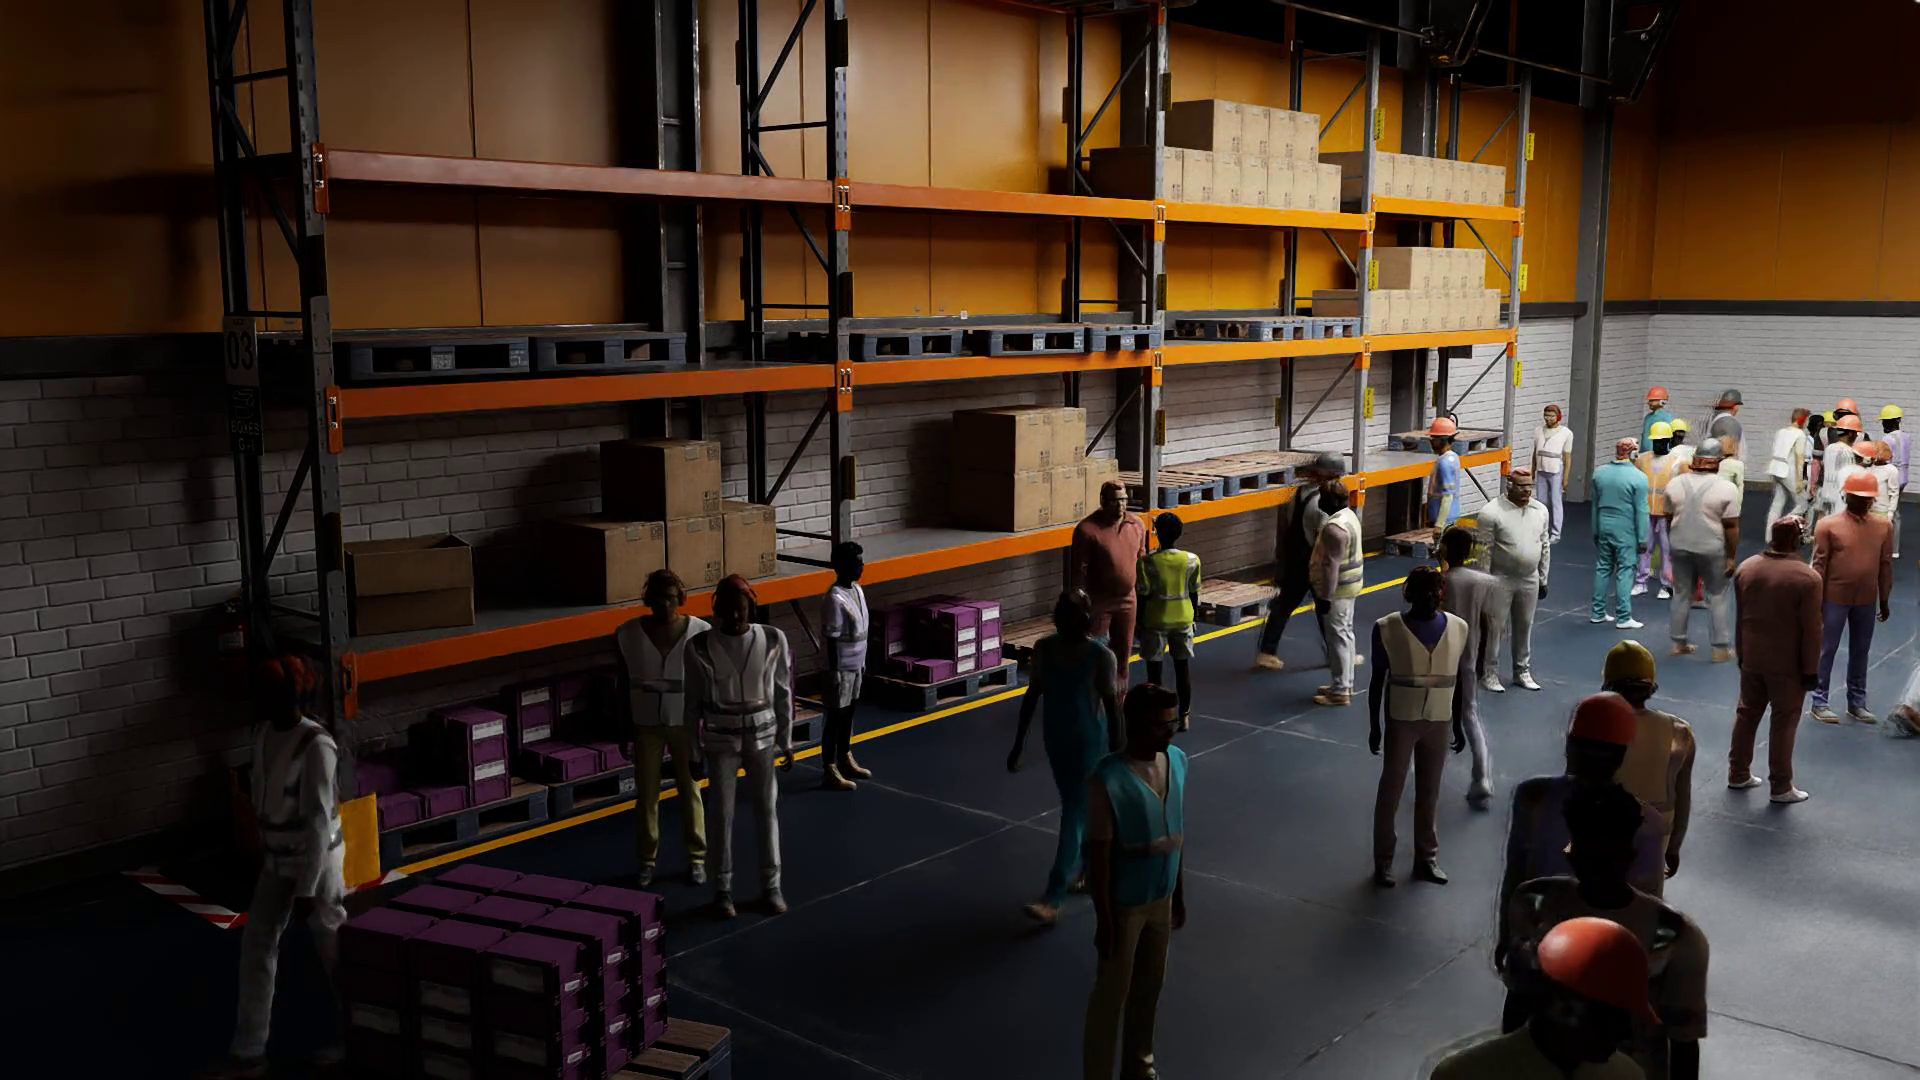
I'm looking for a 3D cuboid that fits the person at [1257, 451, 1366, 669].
[{"bbox_3d":[3.074,0.149,14.617,1.044,2.000,0.785,-3,9,-21],"label":"person"}]

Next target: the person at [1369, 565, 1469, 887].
[{"bbox_3d":[2.596,1.043,9.480,0.571,1.843,0.372,-1,9,-9],"label":"person"}]

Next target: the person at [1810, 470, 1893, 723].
[{"bbox_3d":[6.919,0.442,12.911,0.615,1.987,0.408,0,9,-1],"label":"person"}]

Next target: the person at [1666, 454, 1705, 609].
[{"bbox_3d":[7.744,-0.140,17.413,0.378,1.758,0.549,0,9,-3],"label":"person"}]

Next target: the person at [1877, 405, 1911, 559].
[{"bbox_3d":[11.485,-0.707,20.561,0.591,1.913,0.399,-7,11,-38],"label":"person"}]

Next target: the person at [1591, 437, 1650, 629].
[{"bbox_3d":[6.571,-0.070,16.511,0.396,1.899,0.666,-4,10,-26],"label":"person"}]

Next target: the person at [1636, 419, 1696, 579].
[{"bbox_3d":[8.093,-0.425,18.903,0.721,1.858,0.947,-8,12,-41],"label":"person"}]

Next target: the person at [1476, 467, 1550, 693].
[{"bbox_3d":[4.637,0.329,13.920,0.644,1.900,0.399,-2,9,-12],"label":"person"}]

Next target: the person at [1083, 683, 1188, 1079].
[{"bbox_3d":[0.705,1.469,6.787,0.386,1.834,0.561,8,12,42],"label":"person"}]

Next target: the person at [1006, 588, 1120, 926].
[{"bbox_3d":[0.574,1.140,9.033,0.533,1.789,0.983,7,11,38],"label":"person"}]

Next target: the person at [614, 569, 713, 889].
[{"bbox_3d":[-1.660,1.059,9.429,0.561,1.836,0.388,-1,9,-9],"label":"person"}]

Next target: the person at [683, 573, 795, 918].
[{"bbox_3d":[-1.193,1.104,8.994,0.589,1.874,0.347,-3,9,-16],"label":"person"}]

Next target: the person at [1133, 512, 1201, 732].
[{"bbox_3d":[1.566,0.632,12.608,0.537,1.696,0.318,-2,9,-15],"label":"person"}]

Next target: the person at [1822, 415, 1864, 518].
[{"bbox_3d":[10.042,-0.465,18.956,0.389,1.925,0.549,0,9,1],"label":"person"}]

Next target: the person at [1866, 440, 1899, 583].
[{"bbox_3d":[10.447,-0.324,18.971,0.268,1.632,0.506,-3,9,-16],"label":"person"}]

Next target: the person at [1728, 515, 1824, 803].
[{"bbox_3d":[5.441,0.777,11.049,0.397,1.899,0.639,-4,10,-24],"label":"person"}]

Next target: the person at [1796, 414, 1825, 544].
[{"bbox_3d":[11.183,-0.807,21.886,0.317,1.695,0.540,8,12,43],"label":"person"}]

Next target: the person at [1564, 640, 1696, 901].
[{"bbox_3d":[2.977,1.355,7.506,0.586,1.833,0.403,0,9,-3],"label":"person"}]

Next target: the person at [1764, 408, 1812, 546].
[{"bbox_3d":[10.672,-0.791,21.417,0.508,1.812,0.704,0,9,-3],"label":"person"}]

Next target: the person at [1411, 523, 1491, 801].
[{"bbox_3d":[3.336,0.800,11.131,0.529,1.832,0.971,-1,9,-9],"label":"person"}]

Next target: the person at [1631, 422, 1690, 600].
[{"bbox_3d":[7.558,-0.322,18.019,0.594,1.925,0.369,8,12,43],"label":"person"}]

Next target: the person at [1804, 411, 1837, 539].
[{"bbox_3d":[11.409,-0.838,21.988,0.492,1.729,0.324,4,10,22],"label":"person"}]

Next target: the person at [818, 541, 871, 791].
[{"bbox_3d":[-0.784,0.842,11.283,0.319,1.691,0.536,3,9,17],"label":"person"}]

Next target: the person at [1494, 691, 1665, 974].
[{"bbox_3d":[2.290,1.519,6.214,0.592,1.915,0.582,7,11,37],"label":"person"}]

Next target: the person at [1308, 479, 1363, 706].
[{"bbox_3d":[3.058,0.421,13.566,0.432,1.835,0.626,3,9,20],"label":"person"}]

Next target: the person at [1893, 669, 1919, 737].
[{"bbox_3d":[7.528,0.559,12.492,0.968,1.894,0.670,-5,10,-28],"label":"person"}]

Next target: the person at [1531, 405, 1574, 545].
[{"bbox_3d":[7.743,-0.858,21.778,0.396,1.836,0.561,-6,11,-34],"label":"person"}]

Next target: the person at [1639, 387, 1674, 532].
[{"bbox_3d":[9.552,-1.109,22.896,0.397,1.992,0.638,-2,9,-13],"label":"person"}]

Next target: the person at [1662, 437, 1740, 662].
[{"bbox_3d":[6.756,0.071,15.121,0.536,2.000,0.693,-8,12,-41],"label":"person"}]

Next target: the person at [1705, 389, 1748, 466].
[{"bbox_3d":[10.253,-1.030,22.223,0.562,2.000,0.720,1,9,6],"label":"person"}]

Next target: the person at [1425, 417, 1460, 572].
[{"bbox_3d":[4.938,-0.235,17.093,0.381,2.041,0.605,3,9,18],"label":"person"}]

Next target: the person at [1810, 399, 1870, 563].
[{"bbox_3d":[10.606,-0.688,20.077,0.612,2.029,0.407,5,10,31],"label":"person"}]

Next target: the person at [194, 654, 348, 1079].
[{"bbox_3d":[-2.916,1.411,7.078,0.629,1.847,0.859,7,11,39],"label":"person"}]

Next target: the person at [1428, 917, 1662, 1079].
[{"bbox_3d":[1.334,1.826,4.089,0.636,1.952,0.684,-2,9,-12],"label":"person"}]

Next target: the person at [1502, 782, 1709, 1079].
[{"bbox_3d":[1.928,1.675,5.060,0.607,1.956,0.394,9,12,44],"label":"person"}]

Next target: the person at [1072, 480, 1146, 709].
[{"bbox_3d":[1.184,0.464,13.087,0.663,1.895,0.405,-5,10,-27],"label":"person"}]
